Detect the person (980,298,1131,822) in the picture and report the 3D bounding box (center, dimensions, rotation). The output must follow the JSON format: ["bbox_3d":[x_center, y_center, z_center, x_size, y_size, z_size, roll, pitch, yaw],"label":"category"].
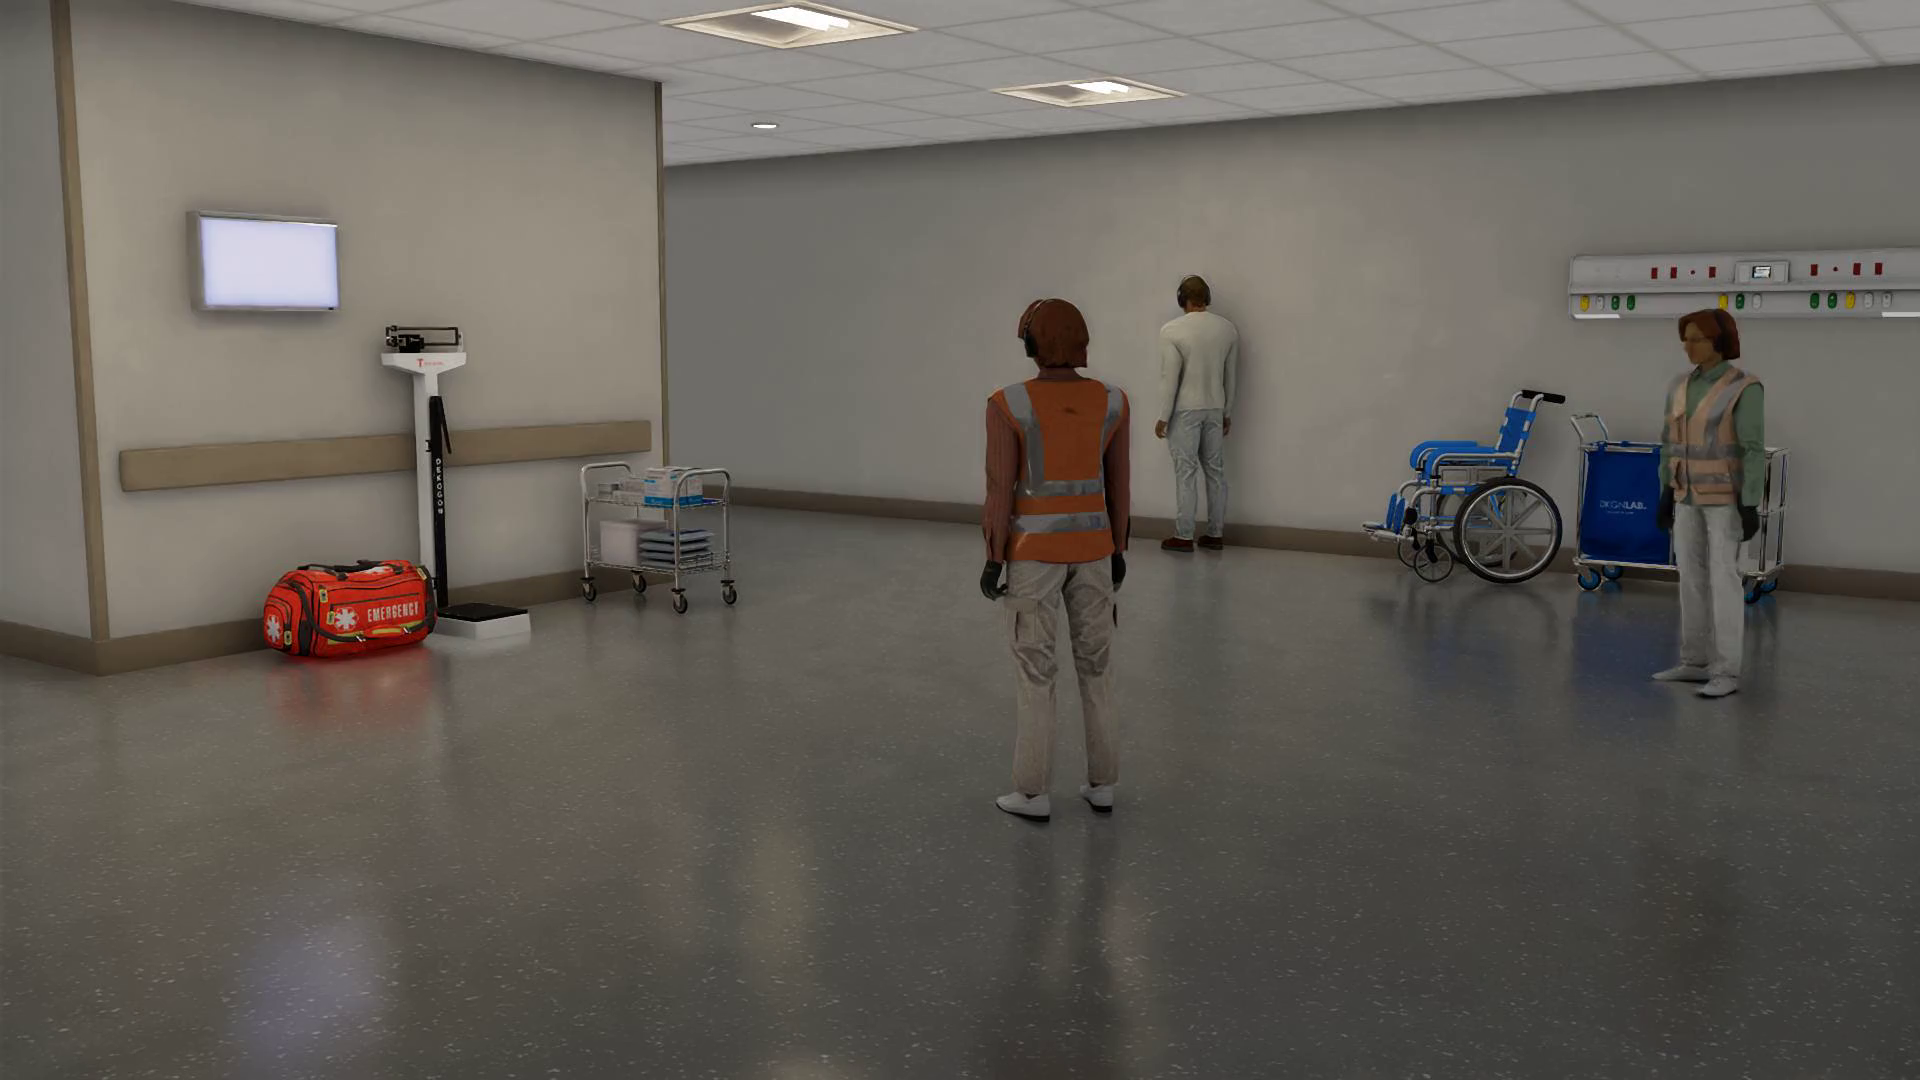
[{"bbox_3d":[0.306,0.065,5.241,0.523,1.636,0.310,-3,8,-24],"label":"person"}]

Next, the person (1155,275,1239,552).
[{"bbox_3d":[1.643,-0.876,11.628,0.627,1.934,0.370,-3,8,-26],"label":"person"}]

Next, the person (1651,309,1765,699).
[{"bbox_3d":[3.173,-0.156,7.044,0.332,1.629,0.566,-2,7,-17],"label":"person"}]
